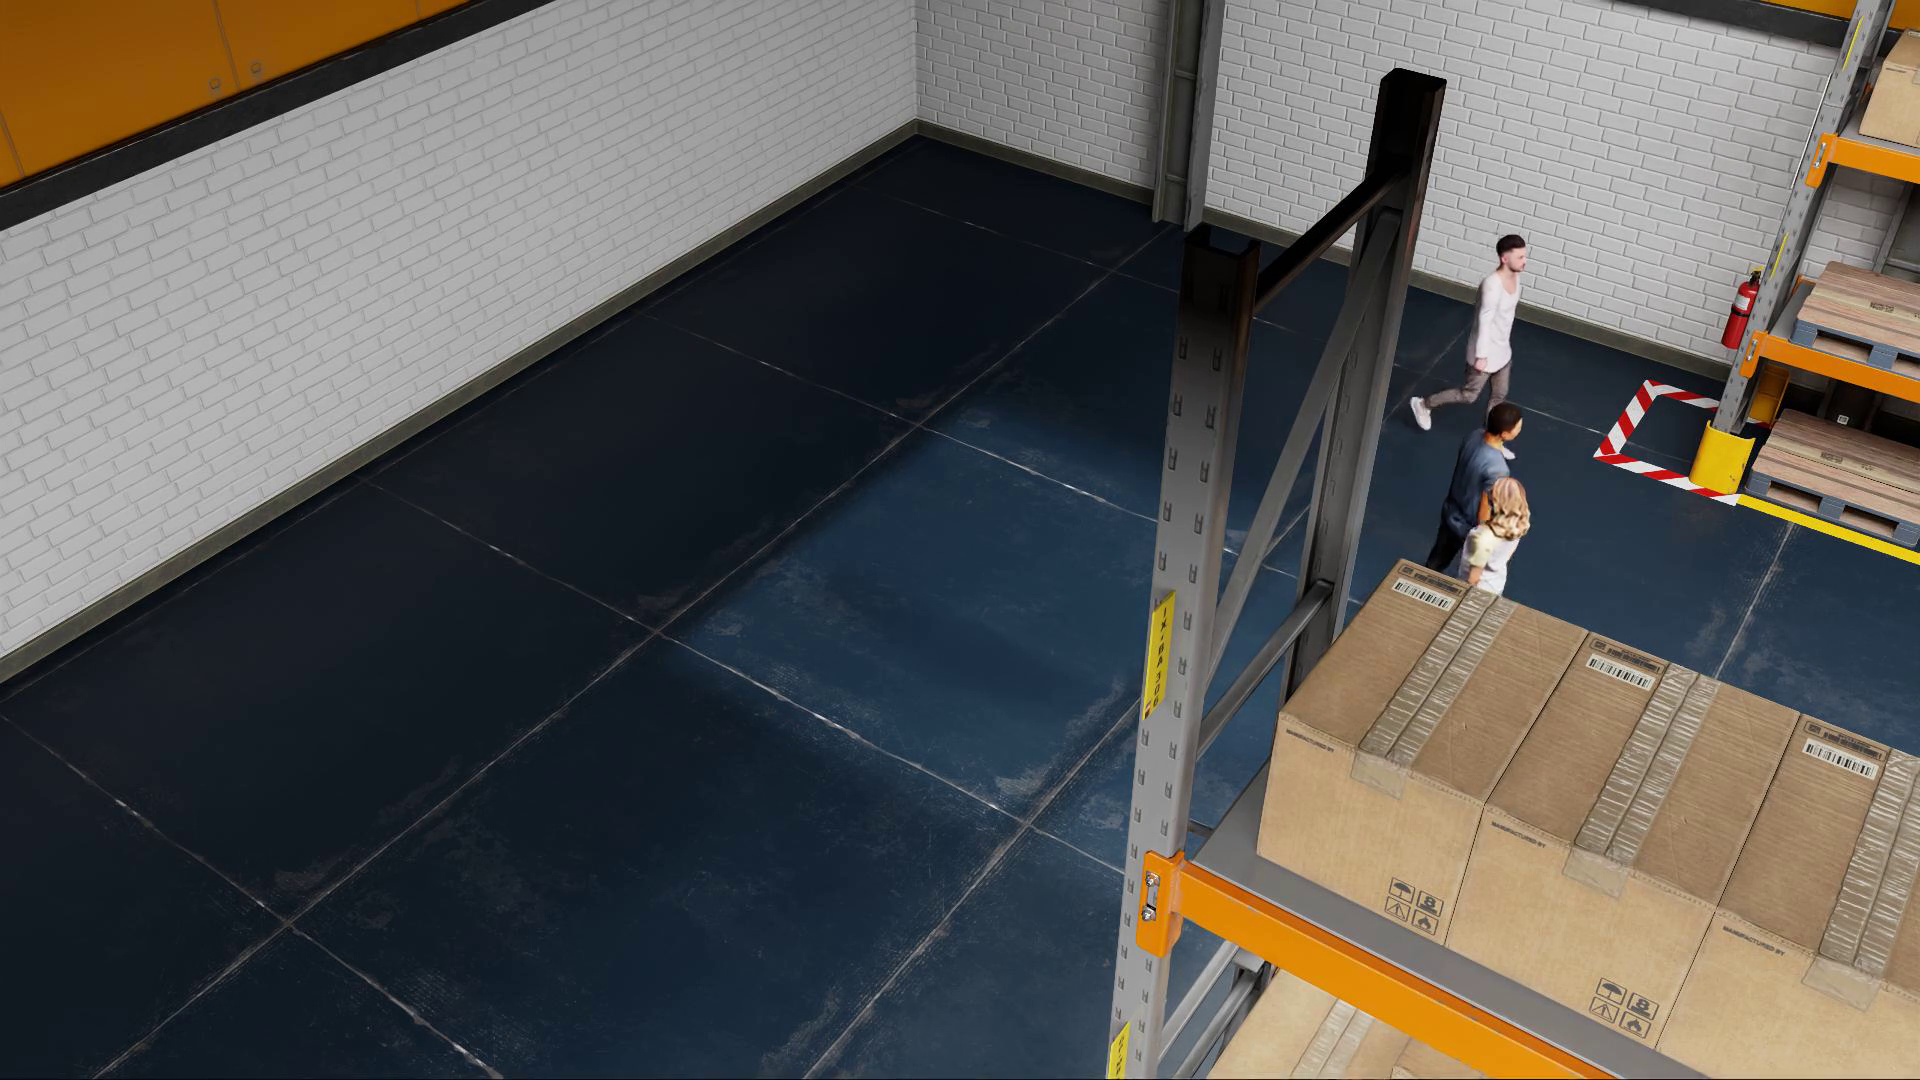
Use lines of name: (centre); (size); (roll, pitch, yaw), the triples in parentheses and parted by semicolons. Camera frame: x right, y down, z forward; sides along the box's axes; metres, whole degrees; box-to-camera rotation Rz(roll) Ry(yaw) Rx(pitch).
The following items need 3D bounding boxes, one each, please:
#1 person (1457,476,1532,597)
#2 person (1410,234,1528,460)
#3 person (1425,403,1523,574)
person: (3.243, 0.348, 10.224); (0.764, 1.714, 0.912); (-28, 46, -30)
person: (3.869, -1.457, 12.404); (1.127, 1.816, 0.772); (29, 47, 31)
person: (3.207, -0.121, 10.757); (0.966, 1.784, 0.916); (-13, 40, -15)
